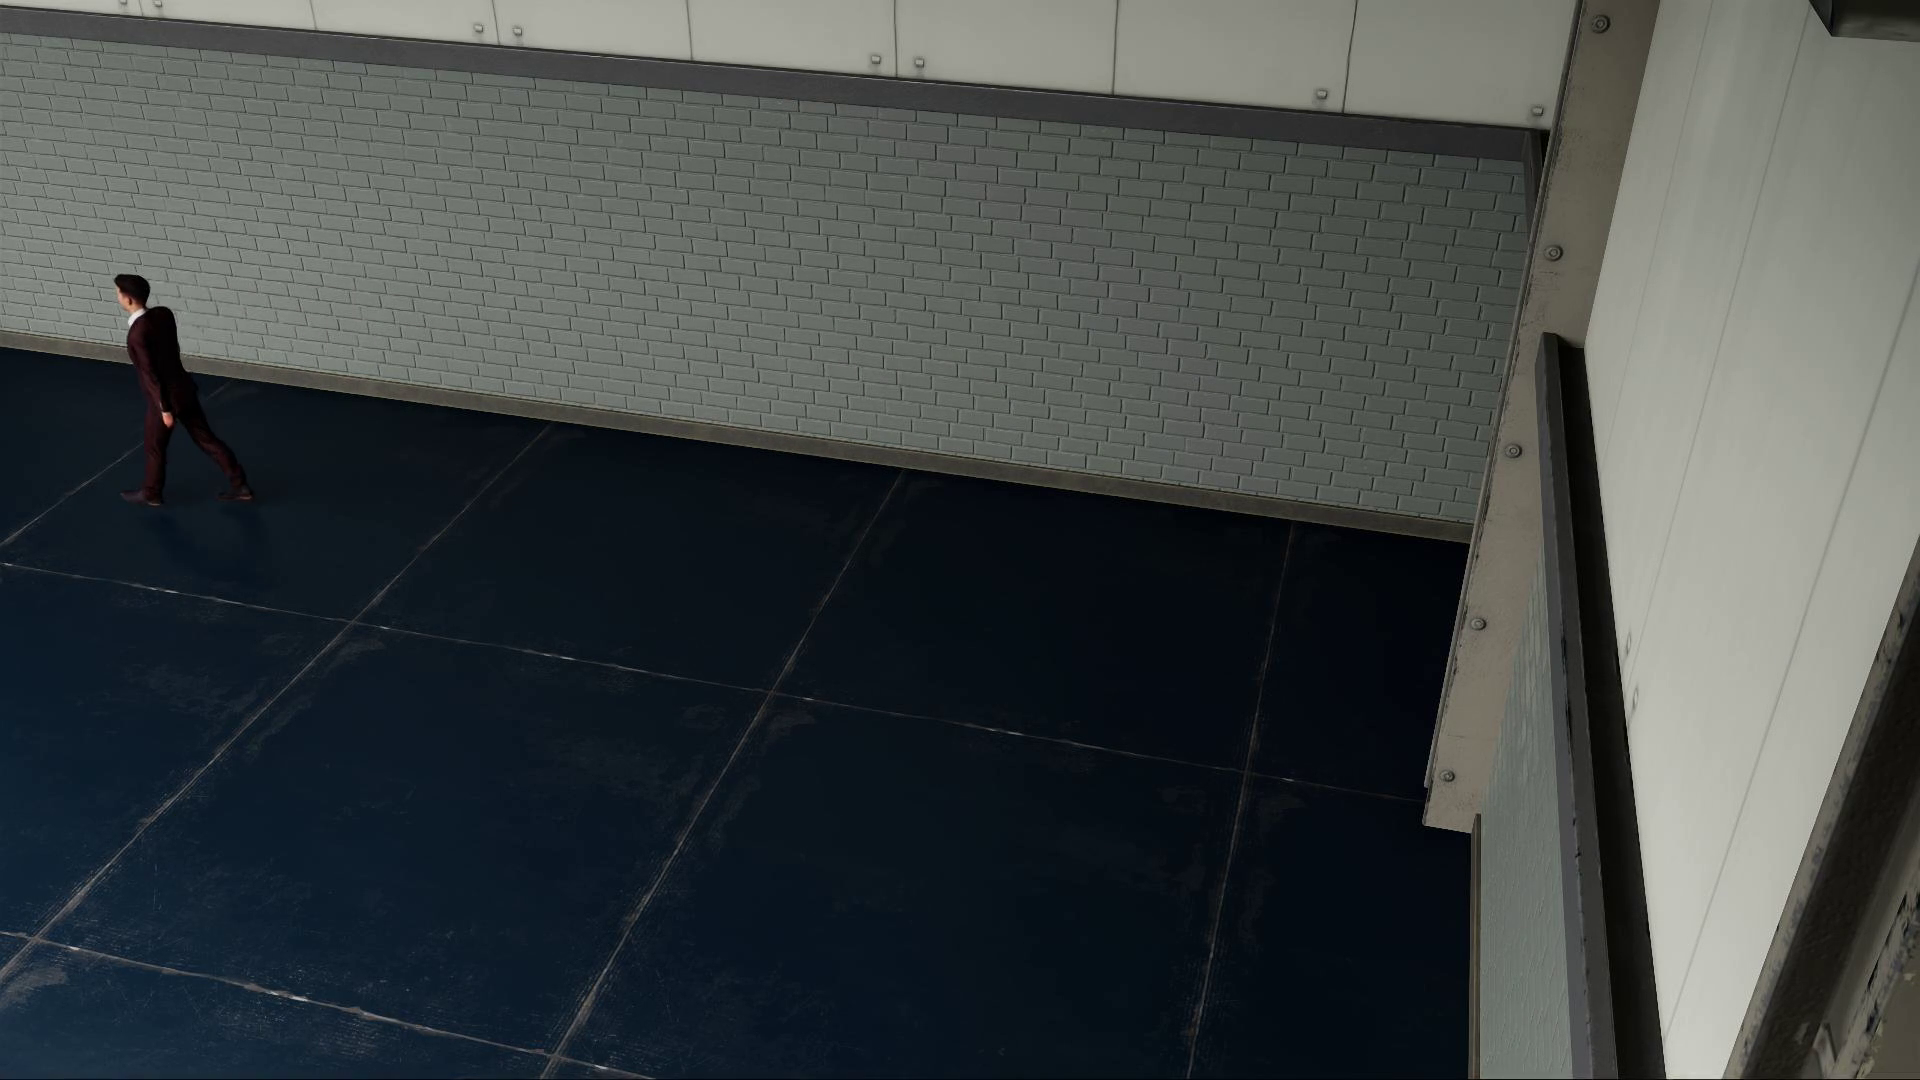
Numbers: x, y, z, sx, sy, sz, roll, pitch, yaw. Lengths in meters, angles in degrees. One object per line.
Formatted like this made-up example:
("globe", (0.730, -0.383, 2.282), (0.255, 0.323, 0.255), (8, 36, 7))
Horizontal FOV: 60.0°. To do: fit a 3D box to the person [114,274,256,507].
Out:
("person", (-5.598, -1.018, 11.980), (0.873, 1.813, 1.189), (4, 32, 6))
